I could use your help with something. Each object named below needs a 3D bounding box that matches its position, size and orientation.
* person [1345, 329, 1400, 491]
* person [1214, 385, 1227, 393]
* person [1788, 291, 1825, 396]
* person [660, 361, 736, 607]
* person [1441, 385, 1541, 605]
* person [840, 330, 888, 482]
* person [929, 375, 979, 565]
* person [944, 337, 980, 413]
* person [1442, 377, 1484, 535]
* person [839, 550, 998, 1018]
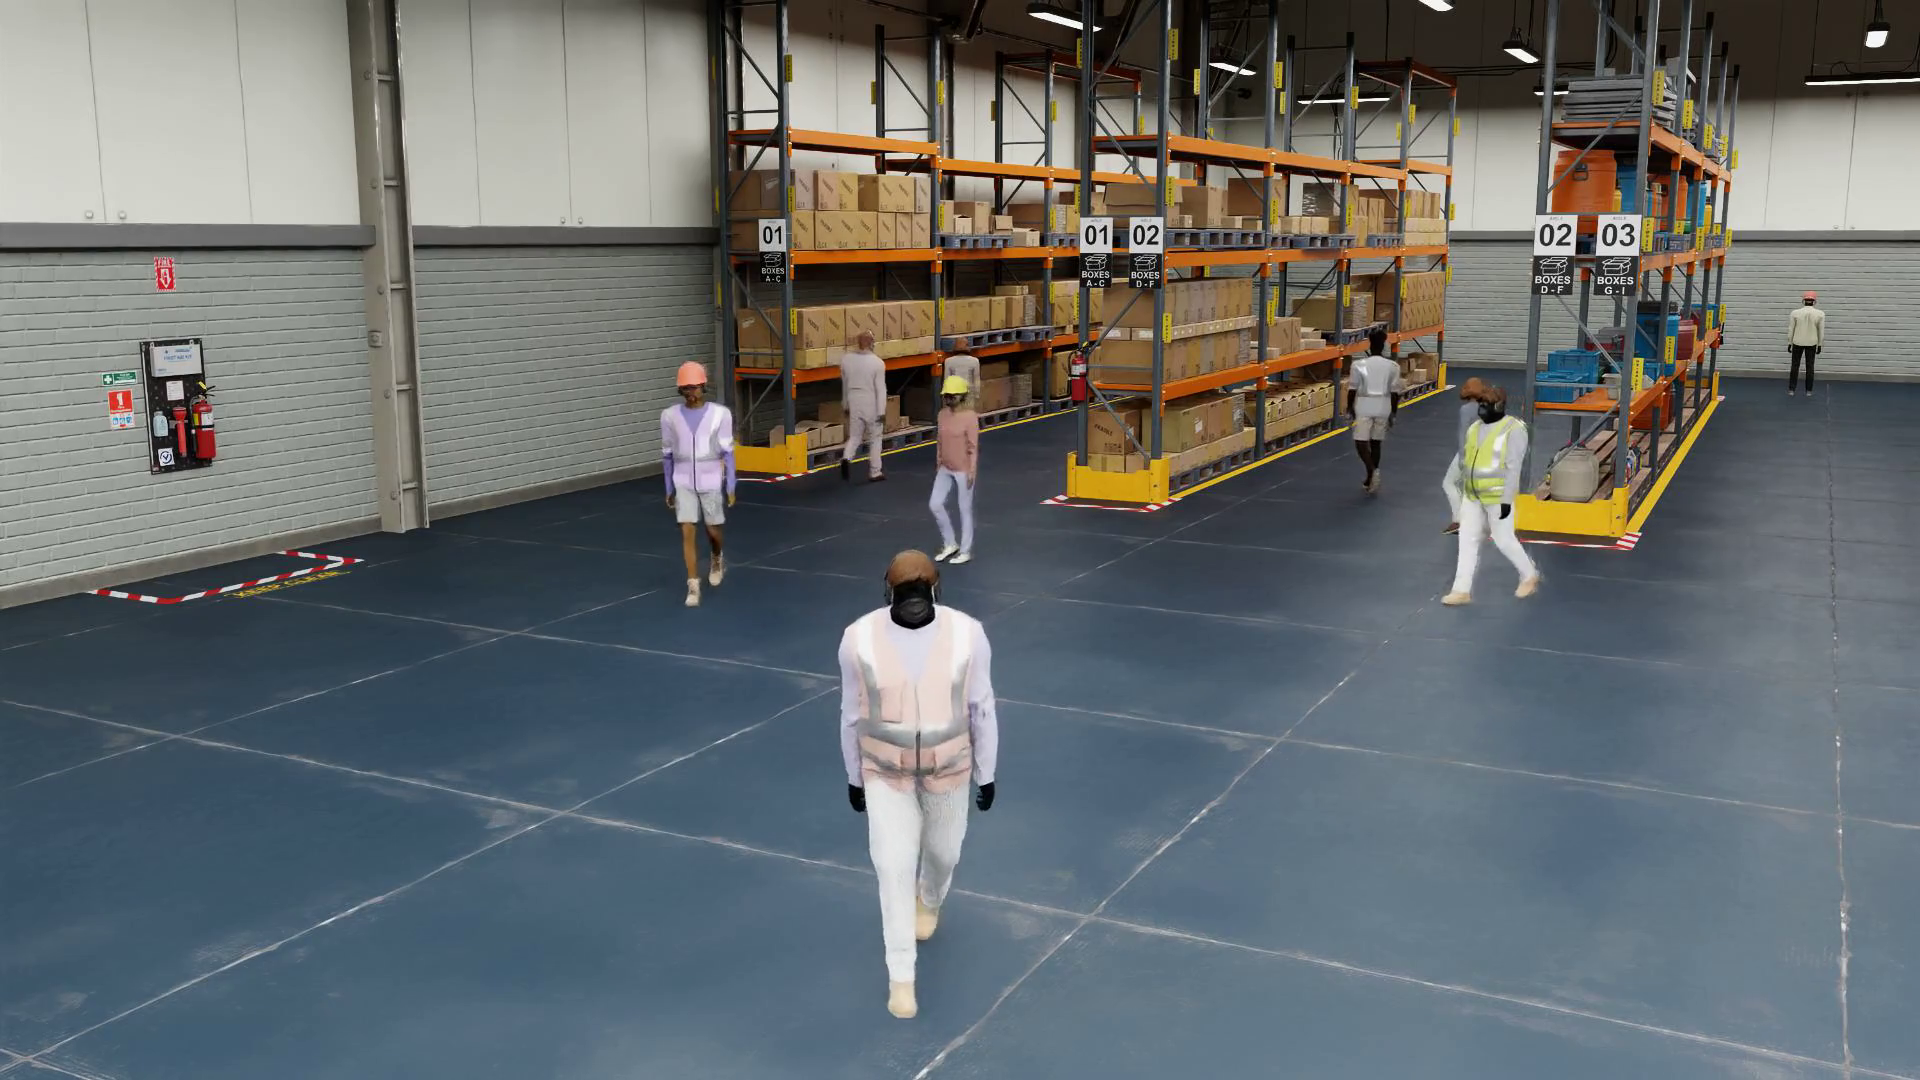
[{"bbox_3d":[4.883,-1.515,19.609,0.612,1.947,0.778,-1,10,-5],"label":"person"},{"bbox_3d":[3.849,-2.535,25.338,0.585,1.882,0.337,5,12,27],"label":"person"},{"bbox_3d":[16.062,-3.734,31.600,0.610,1.988,0.402,4,11,22],"label":"person"},{"bbox_3d":[-2.171,-0.497,13.881,0.617,2.016,0.870,0,10,0],"label":"person"},{"bbox_3d":[4.414,-0.370,13.719,0.841,1.820,0.621,-6,12,-29],"label":"person"},{"bbox_3d":[-1.180,-1.628,20.386,0.663,1.886,0.663,5,12,27],"label":"person"},{"bbox_3d":[-0.067,-0.635,15.312,0.546,1.751,0.449,10,14,43],"label":"person"},{"bbox_3d":[0.027,-2.003,23.119,0.503,1.631,0.282,0,10,-1],"label":"person"},{"bbox_3d":[5.129,-0.839,16.830,0.533,1.602,0.444,-9,14,-41],"label":"person"},{"bbox_3d":[-0.170,0.911,6.770,0.631,1.817,0.856,-1,10,-5],"label":"person"}]
